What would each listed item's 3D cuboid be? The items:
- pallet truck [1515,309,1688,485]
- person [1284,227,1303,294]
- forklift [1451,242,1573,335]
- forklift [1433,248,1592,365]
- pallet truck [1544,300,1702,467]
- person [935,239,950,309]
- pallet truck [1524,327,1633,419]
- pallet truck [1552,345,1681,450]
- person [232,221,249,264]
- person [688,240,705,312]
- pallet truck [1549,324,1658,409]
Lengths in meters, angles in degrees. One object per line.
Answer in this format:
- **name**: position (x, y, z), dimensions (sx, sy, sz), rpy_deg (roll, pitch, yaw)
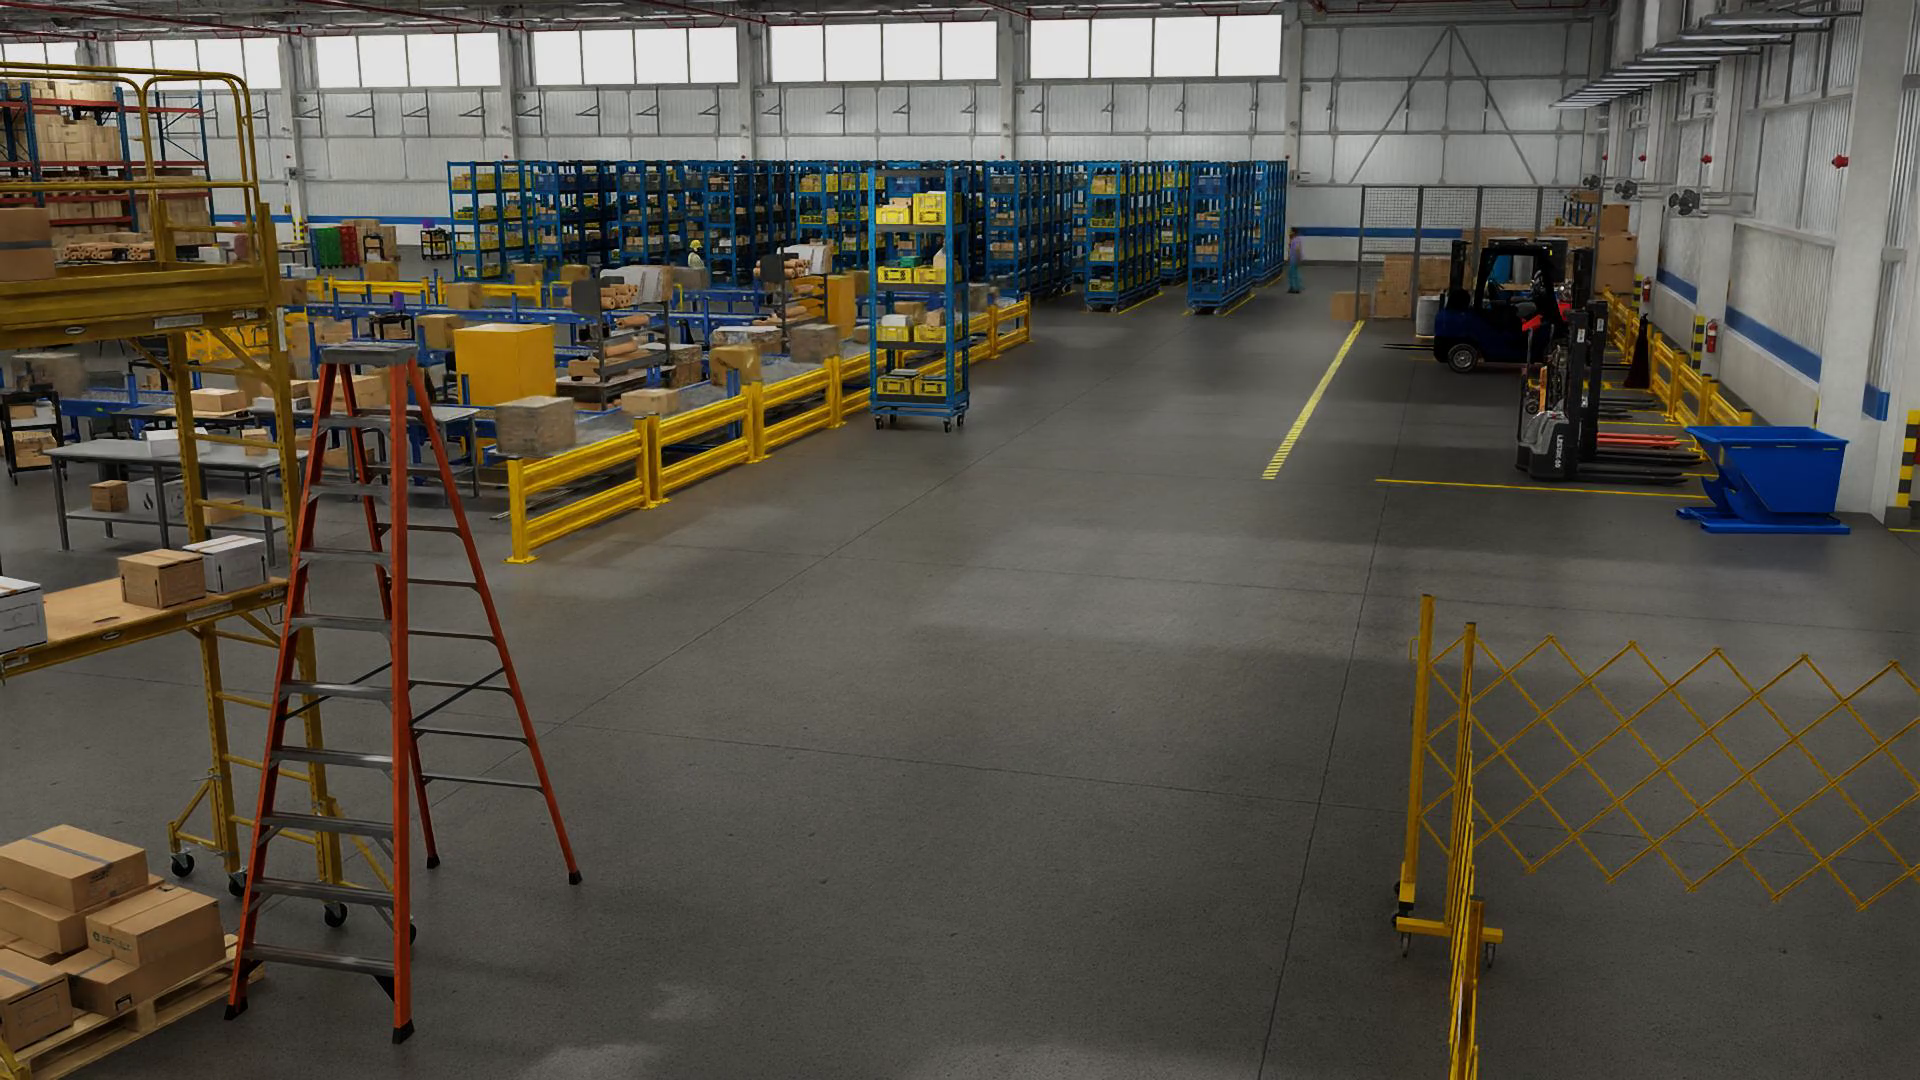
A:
- **pallet truck**: position (7.554, -1.677, 19.446), dimensions (1.885, 1.965, 0.823), rpy_deg (3, 13, 14)
- **person**: position (9.161, -7.710, 45.894), dimensions (0.667, 1.819, 0.581), rpy_deg (0, 13, 2)
- **forklift**: position (10.464, -4.597, 31.405), dimensions (2.680, 1.987, 1.157), rpy_deg (4, 14, 16)
- **forklift**: position (9.780, -4.111, 29.280), dimensions (2.680, 1.987, 1.157), rpy_deg (3, 13, 14)
- **pallet truck**: position (8.263, -1.952, 20.631), dimensions (1.885, 1.965, 0.823), rpy_deg (5, 14, 20)
- **person**: position (-0.323, -5.923, 37.998), dimensions (0.406, 1.903, 0.637), rpy_deg (6, 14, 23)
- **pallet truck**: position (9.065, -2.460, 24.370), dimensions (1.522, 1.261, 0.704), rpy_deg (3, 13, 14)
- **pallet truck**: position (8.641, -1.896, 21.908), dimensions (1.630, 1.274, 0.653), rpy_deg (4, 14, 16)
- **person**: position (-20.078, -7.904, 46.424), dimensions (0.527, 1.957, 0.619), rpy_deg (1, 13, 4)
- **person**: position (-6.127, -6.062, 38.745), dimensions (0.404, 1.833, 0.593), rpy_deg (-5, 14, -20)
- **pallet truck**: position (9.824, -2.669, 25.407), dimensions (1.601, 1.201, 0.680), rpy_deg (4, 14, 16)
